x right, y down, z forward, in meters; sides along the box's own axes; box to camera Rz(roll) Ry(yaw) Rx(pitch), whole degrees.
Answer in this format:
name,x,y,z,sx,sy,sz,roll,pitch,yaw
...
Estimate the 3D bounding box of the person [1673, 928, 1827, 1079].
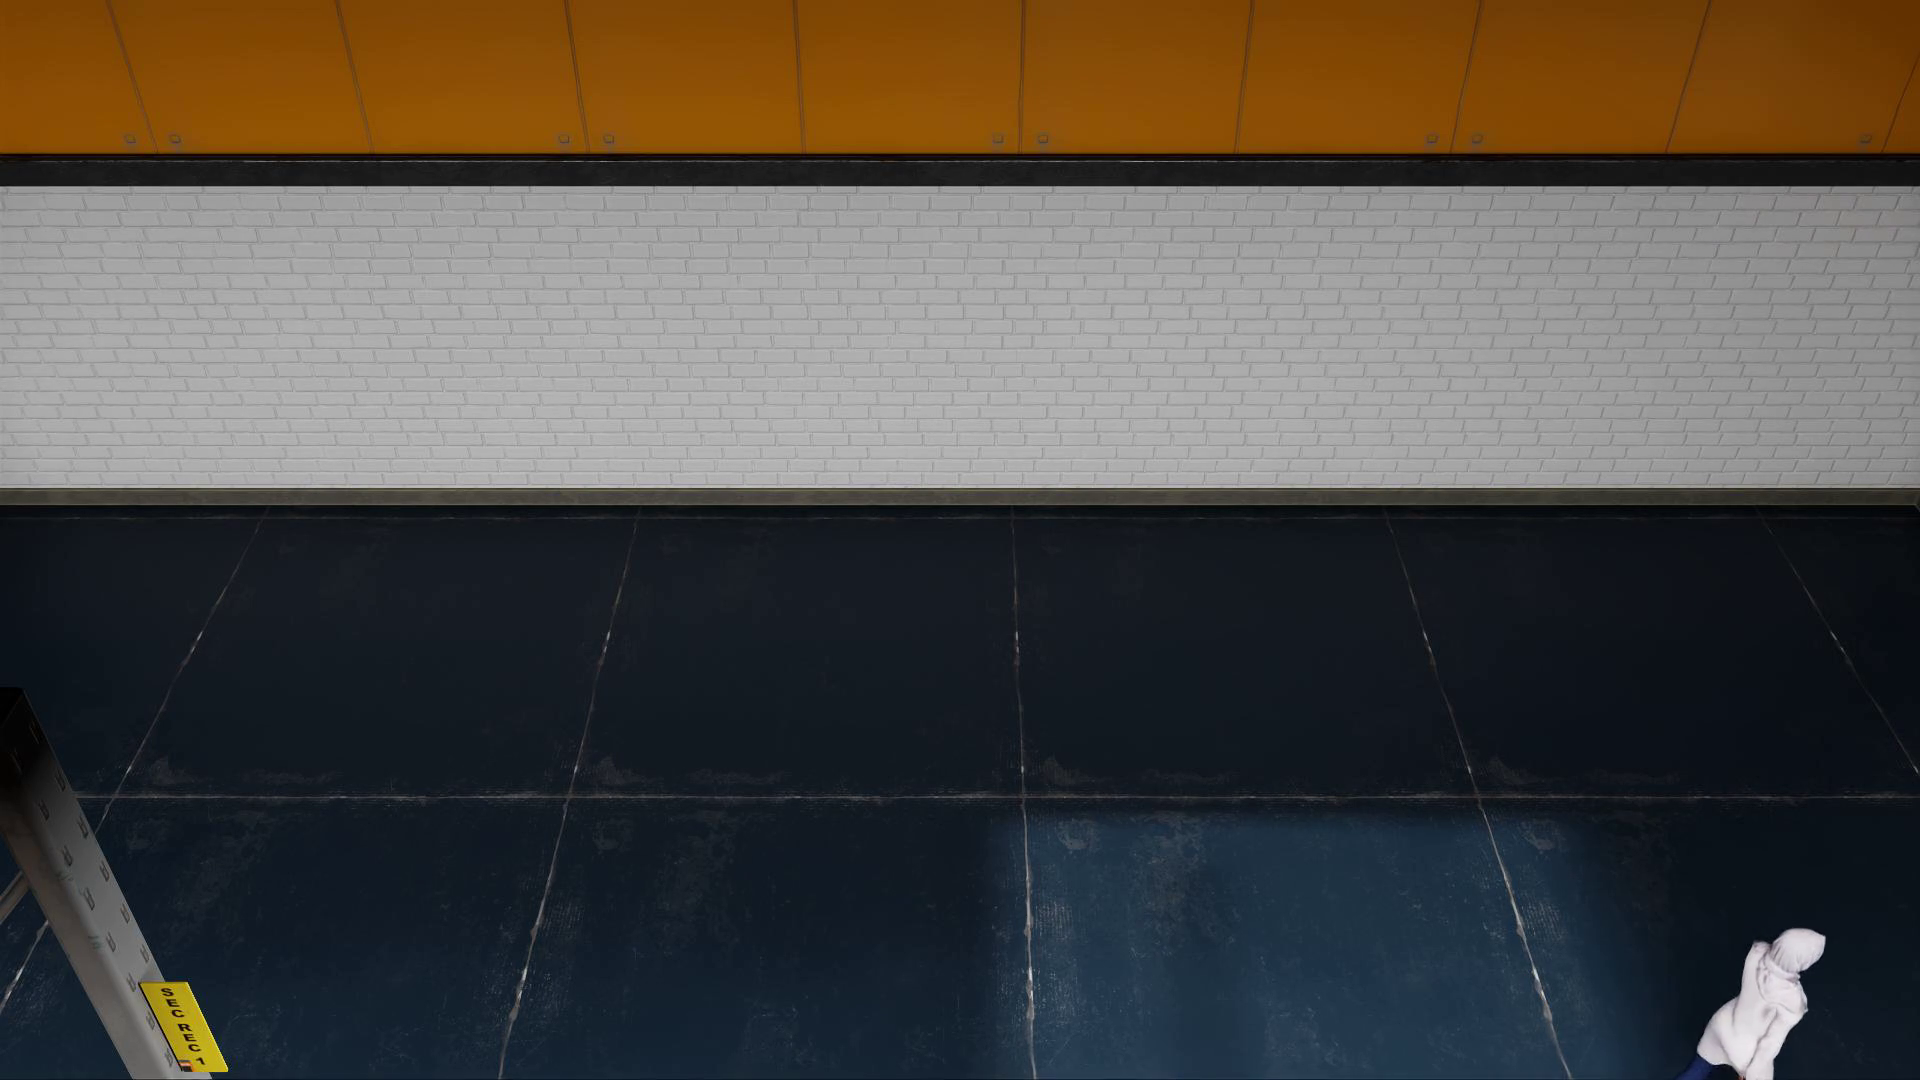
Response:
name,x,y,z,sx,sy,sz,roll,pitch,yaw
person,3.901,2.567,8.479,0.798,1.736,1.070,-5,39,-7
